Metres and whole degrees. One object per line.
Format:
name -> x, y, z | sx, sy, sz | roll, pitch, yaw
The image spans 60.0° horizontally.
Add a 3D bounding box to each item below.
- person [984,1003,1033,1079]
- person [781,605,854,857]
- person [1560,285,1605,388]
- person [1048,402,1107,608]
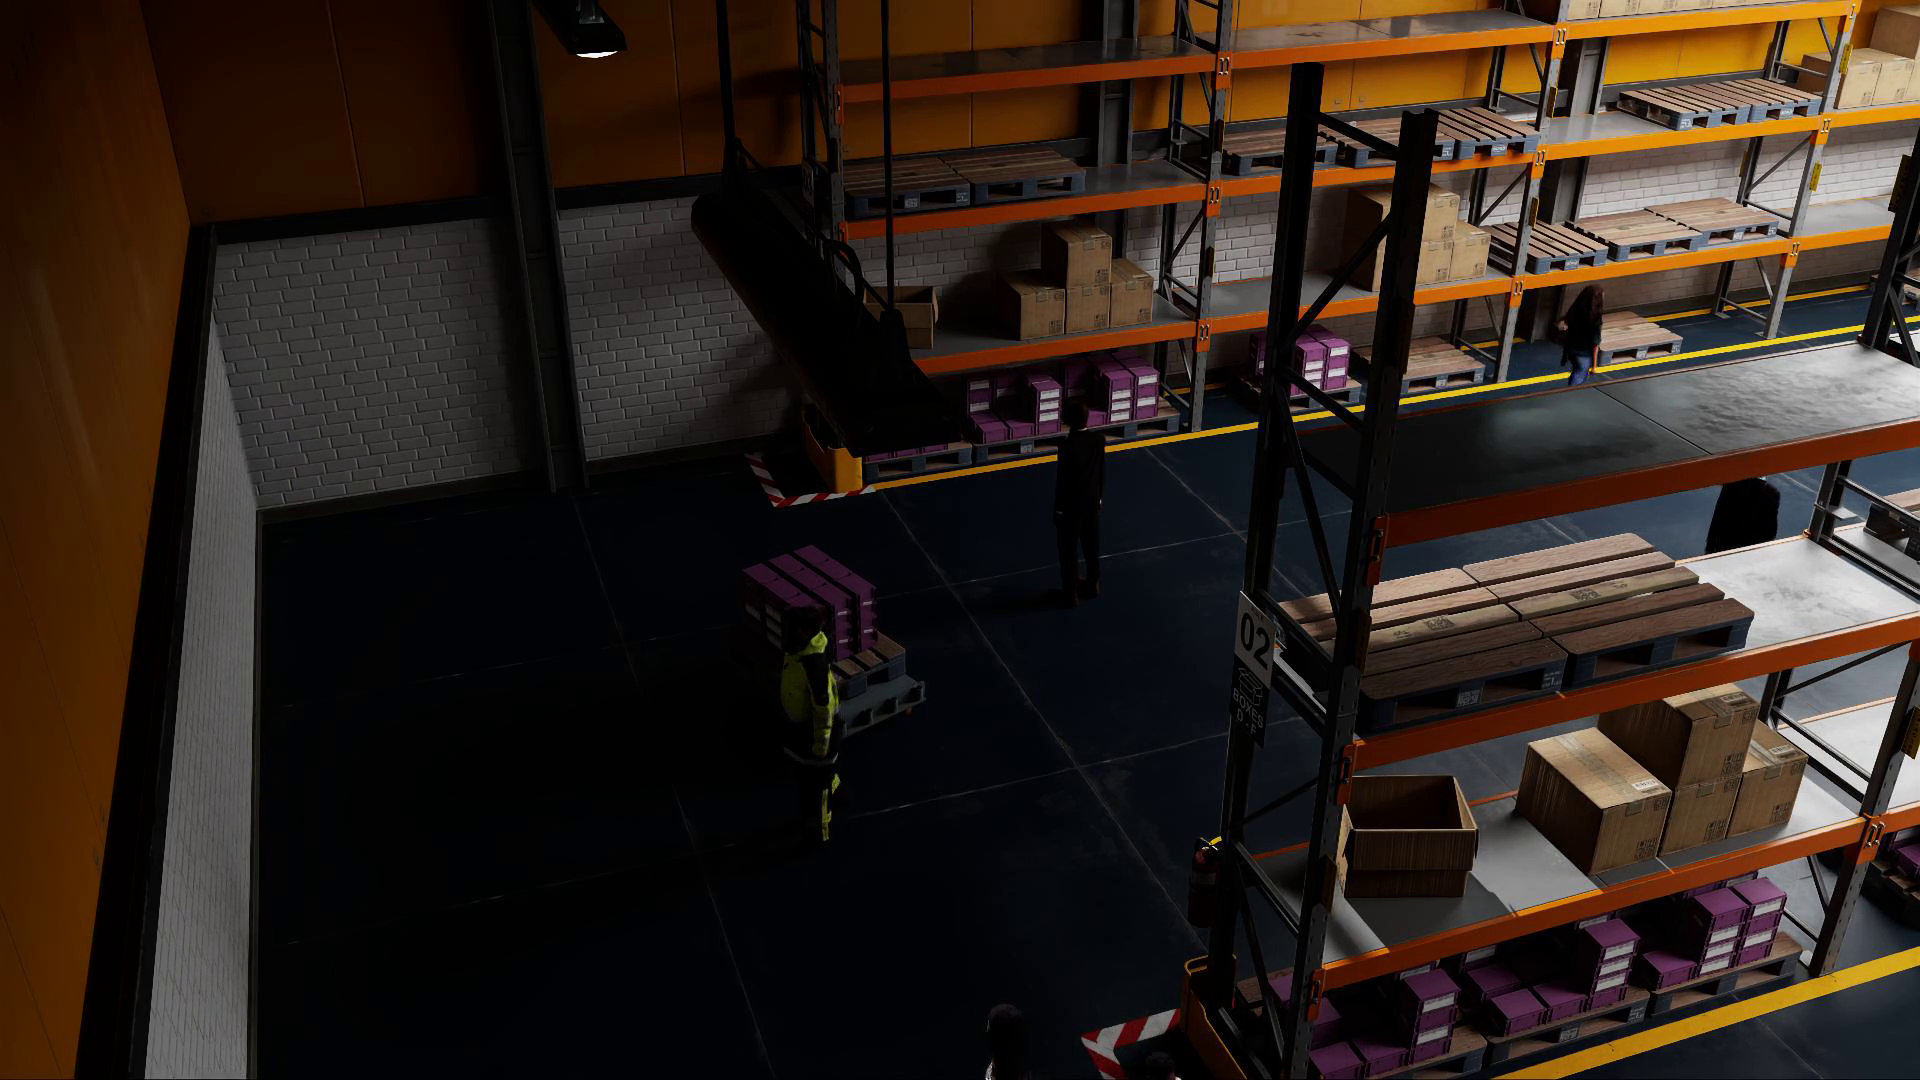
person -> 0.305, 3.119, 8.613 | 1.127, 1.736, 0.988 | 5, 29, 9
person -> -1.028, 1.280, 11.717 | 0.817, 1.993, 0.789 | -15, 32, -25
person -> 6.689, -1.967, 18.094 | 1.092, 1.587, 0.673 | -13, 31, -22
person -> 1.060, -0.329, 14.762 | 0.631, 1.902, 0.797 | -19, 34, -31
